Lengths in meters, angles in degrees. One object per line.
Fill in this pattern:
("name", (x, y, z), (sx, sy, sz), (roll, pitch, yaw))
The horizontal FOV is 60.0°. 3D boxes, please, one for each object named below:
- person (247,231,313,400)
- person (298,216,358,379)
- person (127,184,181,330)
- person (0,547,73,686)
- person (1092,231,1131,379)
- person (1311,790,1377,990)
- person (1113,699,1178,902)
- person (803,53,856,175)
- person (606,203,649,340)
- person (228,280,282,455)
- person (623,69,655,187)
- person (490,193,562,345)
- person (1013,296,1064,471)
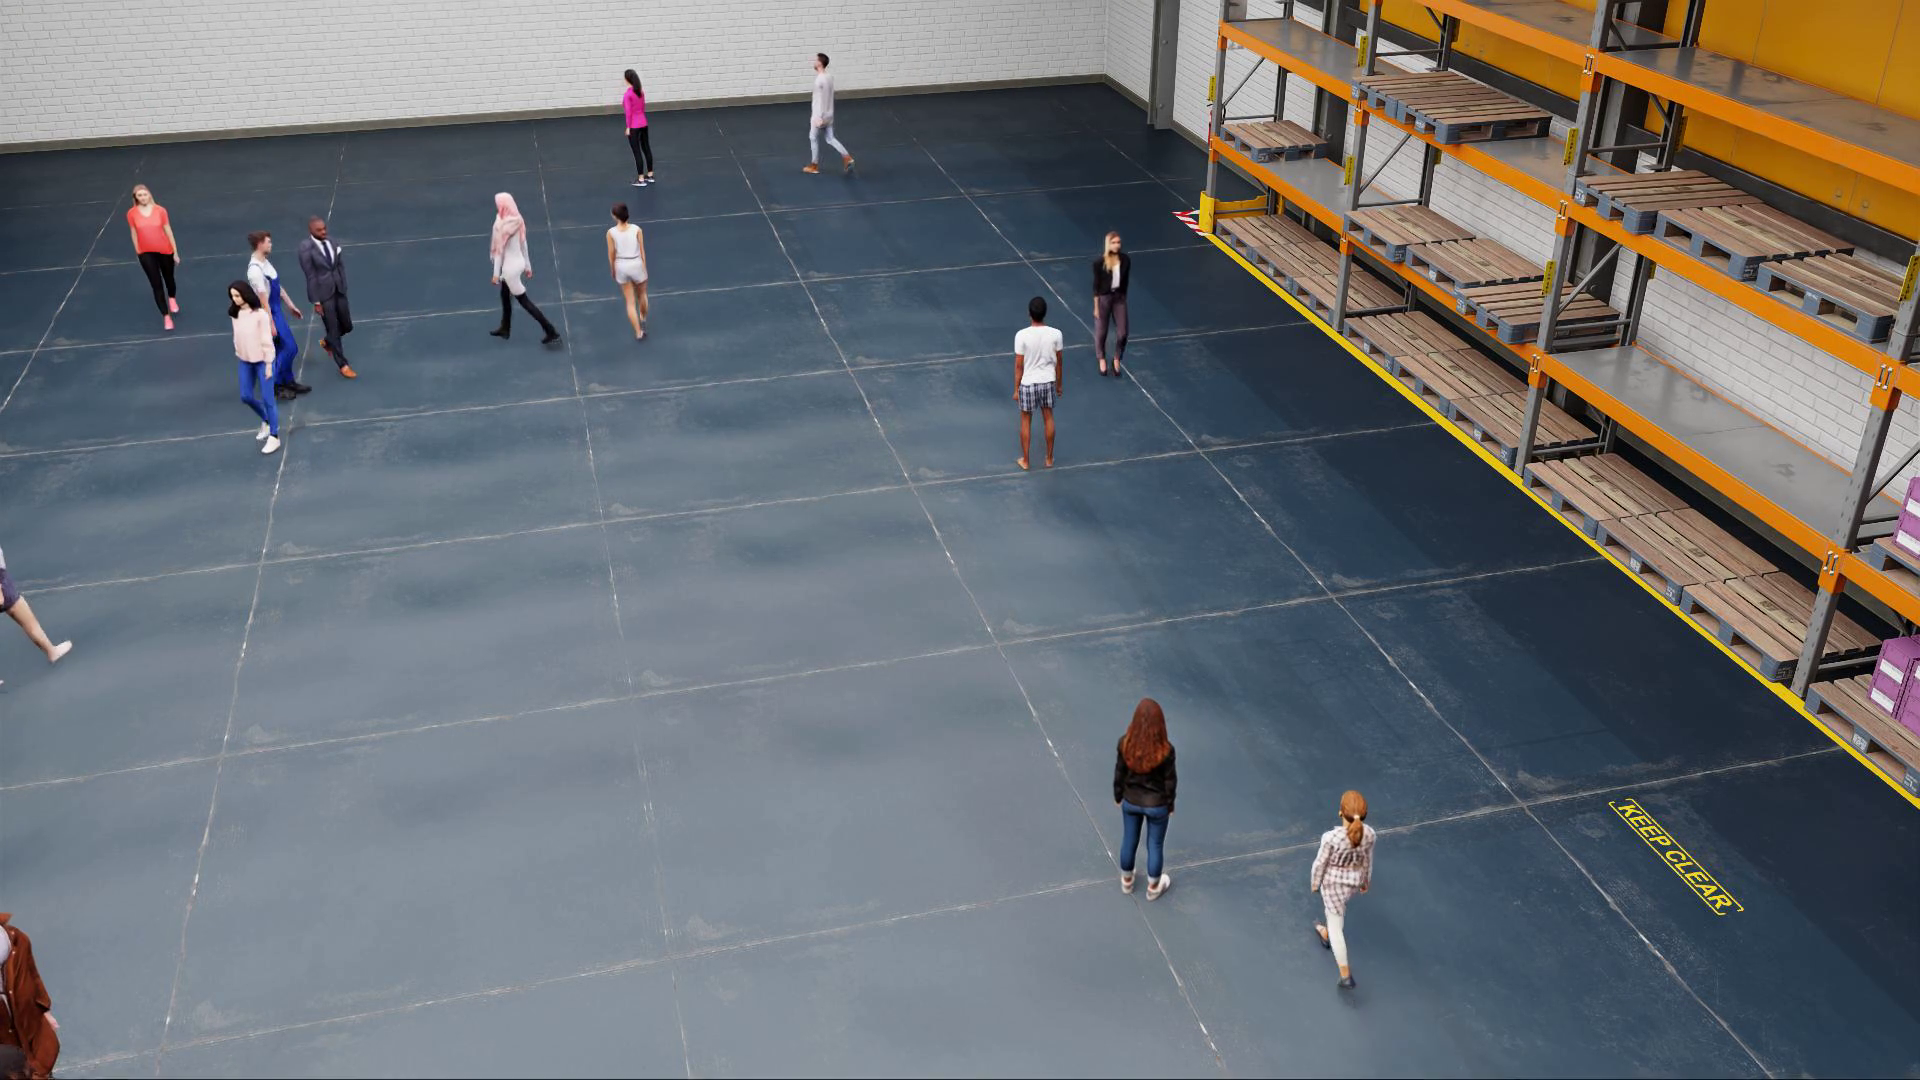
("person", (-7.369, -2.386, 17.641), (0.674, 1.834, 0.625), (-4, 29, -7))
("person", (-6.974, -2.679, 18.213), (1.038, 1.800, 0.979), (15, 32, 25))
("person", (-9.490, -3.380, 19.659), (0.761, 1.647, 1.203), (-14, 31, -23))
("person", (-7.476, 0.445, 12.697), (0.999, 1.599, 1.109), (12, 31, 22))
("person", (1.603, -2.591, 18.200), (0.593, 1.659, 0.601), (-6, 29, -11))
("person", (2.318, 2.099, 9.991), (0.574, 1.288, 0.937), (-5, 29, -10))
("person", (1.181, 1.653, 10.603), (0.645, 1.484, 0.679), (10, 30, 17))
("person", (-1.978, -6.371, 24.966), (1.188, 1.817, 1.155), (13, 31, 23))
("person", (-3.807, -3.077, 19.155), (0.603, 1.597, 0.945), (-5, 29, -8))
("person", (-6.966, -1.770, 16.585), (0.803, 1.764, 0.851), (8, 30, 15))
("person", (-4.766, -6.115, 24.620), (0.732, 1.698, 0.674), (16, 32, 26))
("person", (-4.994, -3.024, 18.888), (1.114, 1.762, 1.208), (9, 30, 16))
("person", (0.749, -1.515, 16.155), (0.665, 1.729, 0.558), (-4, 29, -8))
